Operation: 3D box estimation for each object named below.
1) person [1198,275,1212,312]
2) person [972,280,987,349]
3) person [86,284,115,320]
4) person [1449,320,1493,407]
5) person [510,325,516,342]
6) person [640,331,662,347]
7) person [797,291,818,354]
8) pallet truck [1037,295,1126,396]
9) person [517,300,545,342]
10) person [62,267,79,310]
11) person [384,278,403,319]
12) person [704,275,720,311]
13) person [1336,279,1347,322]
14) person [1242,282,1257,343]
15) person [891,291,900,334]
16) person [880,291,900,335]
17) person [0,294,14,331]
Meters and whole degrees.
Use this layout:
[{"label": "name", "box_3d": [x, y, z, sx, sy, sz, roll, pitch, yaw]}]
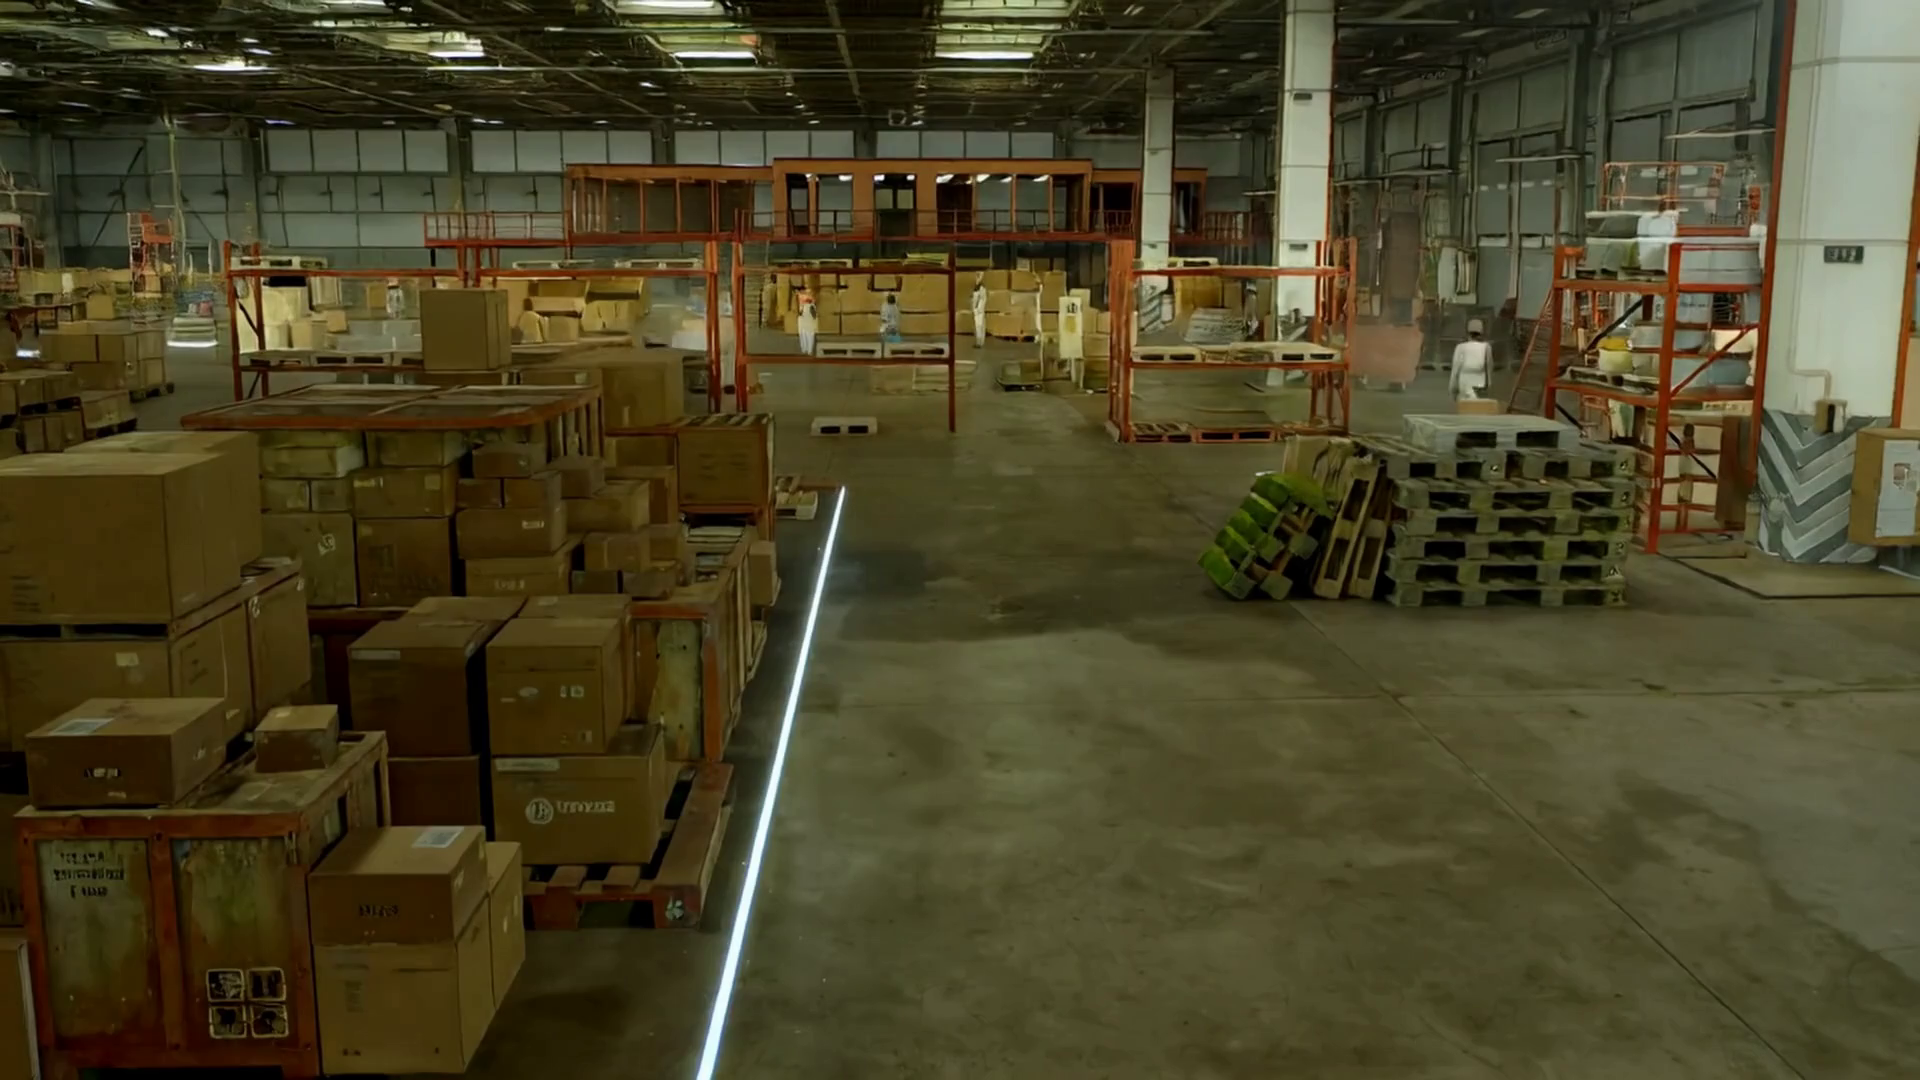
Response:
[{"label": "person", "box_3d": [10.509, -10.765, 71.451, 0.612, 1.986, 0.407, 4, 11, 19]}, {"label": "person", "box_3d": [0.545, -6.417, 47.365, 0.371, 1.935, 0.627, 5, 11, 24]}, {"label": "person", "box_3d": [-21.336, -5.362, 41.318, 0.625, 1.992, 0.389, -6, 12, -30]}, {"label": "person", "box_3d": [7.487, -2.261, 24.330, 0.573, 1.896, 0.927, 1, 10, 6]}, {"label": "person", "box_3d": [-6.046, -1.967, 22.635, 0.432, 1.908, 0.646, 0, 10, -3]}, {"label": "person", "box_3d": [-3.998, -1.787, 21.736, 0.976, 1.875, 0.597, -7, 12, -34]}, {"label": "person", "box_3d": [-3.787, -5.281, 41.448, 0.514, 1.825, 0.762, 1, 10, 4]}, {"label": "pallet truck", "box_3d": [2.483, -3.881, 33.060, 1.885, 1.965, 0.823, -7, 13, -36]}, {"label": "person", "box_3d": [-9.013, -4.119, 34.880, 0.506, 1.817, 0.844, -7, 12, -35]}, {"label": "person", "box_3d": [-39.546, -11.173, 73.963, 0.662, 1.890, 0.580, 5, 11, 27]}, {"label": "person", "box_3d": [-17.727, -7.251, 52.118, 0.552, 1.888, 0.969, -4, 11, -21]}, {"label": "person", "box_3d": [-9.223, -8.971, 61.753, 0.639, 1.871, 0.537, -3, 11, -18]}, {"label": "person", "box_3d": [12.038, -7.344, 52.788, 0.624, 1.844, 0.430, -7, 12, -34]}, {"label": "person", "box_3d": [7.766, -5.930, 44.610, 0.406, 1.945, 0.613, 2, 10, 12]}, {"label": "person", "box_3d": [-1.776, -5.711, 43.991, 0.513, 1.719, 0.622, 9, 14, 42]}, {"label": "person", "box_3d": [-1.749, -5.244, 41.119, 0.437, 1.829, 0.654, -9, 14, -41]}, {"label": "person", "box_3d": [-21.461, -4.588, 37.353, 0.514, 1.872, 0.332, 1, 10, 5]}]
